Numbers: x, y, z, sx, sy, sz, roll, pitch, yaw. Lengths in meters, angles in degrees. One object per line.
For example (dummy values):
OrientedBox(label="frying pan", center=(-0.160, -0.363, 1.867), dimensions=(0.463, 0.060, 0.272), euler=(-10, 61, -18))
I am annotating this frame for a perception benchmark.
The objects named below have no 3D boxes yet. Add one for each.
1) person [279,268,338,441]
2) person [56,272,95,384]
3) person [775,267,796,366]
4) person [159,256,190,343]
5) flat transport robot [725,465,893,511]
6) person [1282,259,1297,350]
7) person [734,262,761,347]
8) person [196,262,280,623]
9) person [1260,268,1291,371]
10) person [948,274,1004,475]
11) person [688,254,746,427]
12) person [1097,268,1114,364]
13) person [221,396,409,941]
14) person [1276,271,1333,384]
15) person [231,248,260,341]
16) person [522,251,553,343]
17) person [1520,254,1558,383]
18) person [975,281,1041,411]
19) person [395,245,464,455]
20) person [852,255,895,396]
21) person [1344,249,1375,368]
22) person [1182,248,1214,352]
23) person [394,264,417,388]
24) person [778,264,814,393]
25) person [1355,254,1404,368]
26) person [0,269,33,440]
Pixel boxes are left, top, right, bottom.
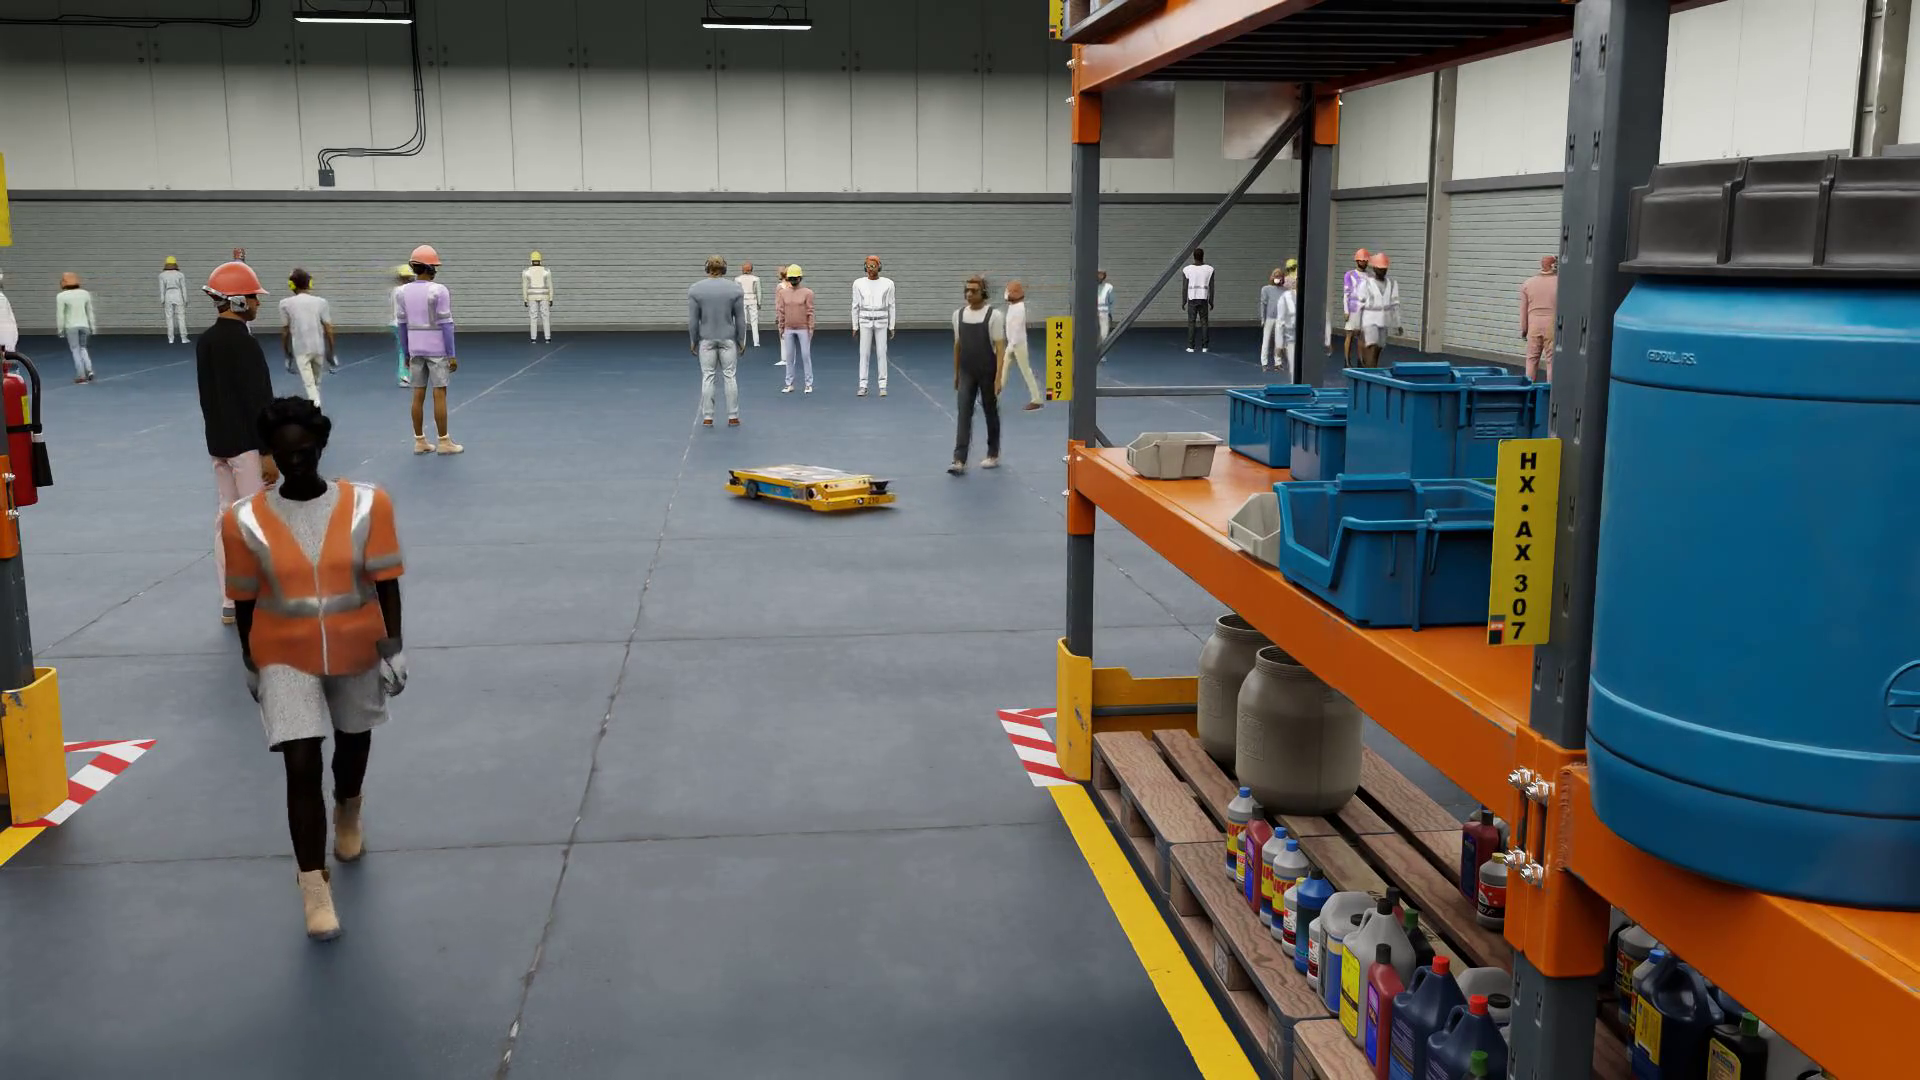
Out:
OrientedBox(label="person", center=(-6.804, -1.932, 17.430), dimensions=(0.493, 1.815, 0.967), euler=(-9, 14, -40))
OrientedBox(label="person", center=(-12.886, -3.085, 24.213), dimensions=(0.356, 1.617, 0.535), euler=(6, 12, 29))
OrientedBox(label="person", center=(-2.905, -3.718, 27.643), dimensions=(0.305, 1.644, 0.522), euler=(4, 11, 22))
OrientedBox(label="person", center=(-15.857, -4.847, 33.563), dimensions=(0.492, 1.740, 0.325), euler=(-3, 11, -14))
OrientedBox(label="flat transport robot", center=(-1.238, -0.442, 13.447), dimensions=(0.652, 0.197, 1.431), euler=(-9, 14, -40))
OrientedBox(label="person", center=(6.162, -4.356, 30.956), dimensions=(0.534, 1.716, 0.961), euler=(-2, 11, -12))
OrientedBox(label="person", center=(-4.115, -4.558, 32.259), dimensions=(0.516, 1.640, 0.314), euler=(-1, 10, -4))
OrientedBox(label="person", center=(-3.908, -0.508, 9.084), dimensions=(0.608, 1.995, 0.376), euler=(9, 13, 39))
OrientedBox(label="person", center=(5.029, -3.509, 26.527), dimensions=(0.498, 1.633, 0.281), euler=(-2, 10, -10))
OrientedBox(label="person", center=(0.151, -1.496, 15.058), dimensions=(0.527, 1.794, 0.955), euler=(4, 11, 22))
OrientedBox(label="person", center=(-2.721, -2.229, 18.671), dimensions=(0.638, 1.938, 0.356), euler=(-1, 10, -8))
OrientedBox(label="person", center=(2.330, -3.762, 27.963), dimensions=(0.519, 1.622, 0.365), euler=(-1, 10, -5))
OrientedBox(label="person", center=(-2.061, 0.343, 5.344), dimensions=(0.522, 1.654, 0.866), euler=(-5, 12, -26))
OrientedBox(label="person", center=(4.062, -2.312, 19.517), dimensions=(0.609, 1.796, 0.865), euler=(-2, 11, -12))
OrientedBox(label="person", center=(-14.736, -5.037, 34.151), dimensions=(0.638, 1.909, 0.408), euler=(6, 12, 31))
OrientedBox(label="person", center=(-8.459, -4.857, 33.360), dimensions=(0.589, 1.837, 0.404), euler=(-3, 11, -15))
OrientedBox(label="person", center=(7.608, -2.746, 21.604), dimensions=(0.642, 1.905, 0.399), euler=(8, 13, 36))
OrientedBox(label="person", center=(0.614, -2.361, 20.333), dimensions=(0.856, 1.581, 0.528), euler=(-2, 11, -13))
OrientedBox(label="person", center=(-5.195, -1.846, 16.283), dimensions=(0.605, 2.045, 0.377), euler=(3, 11, 18))
OrientedBox(label="person", center=(-1.158, -2.865, 22.307), dimensions=(0.585, 1.882, 0.337), euler=(0, 10, 1))
OrientedBox(label="person", center=(6.426, -3.699, 26.727), dimensions=(0.543, 1.939, 0.361), euler=(-3, 11, -15))
OrientedBox(label="person", center=(4.423, -4.448, 30.903), dimensions=(0.591, 1.914, 0.383), euler=(0, 10, 2))
OrientedBox(label="person", center=(-7.792, -3.016, 23.515), dimensions=(0.379, 1.754, 0.525), euler=(-8, 13, -36))
OrientedBox(label="person", center=(-2.240, -2.880, 22.749), dimensions=(0.521, 1.758, 0.349), euler=(3, 11, 15))
OrientedBox(label="person", center=(5.757, -2.950, 22.758), dimensions=(0.556, 1.885, 0.950), euler=(-3, 11, -14))
OrientedBox(label="person", center=(-9.949, -1.919, 17.095), dimensions=(0.657, 1.892, 0.621), euler=(8, 13, 38))
